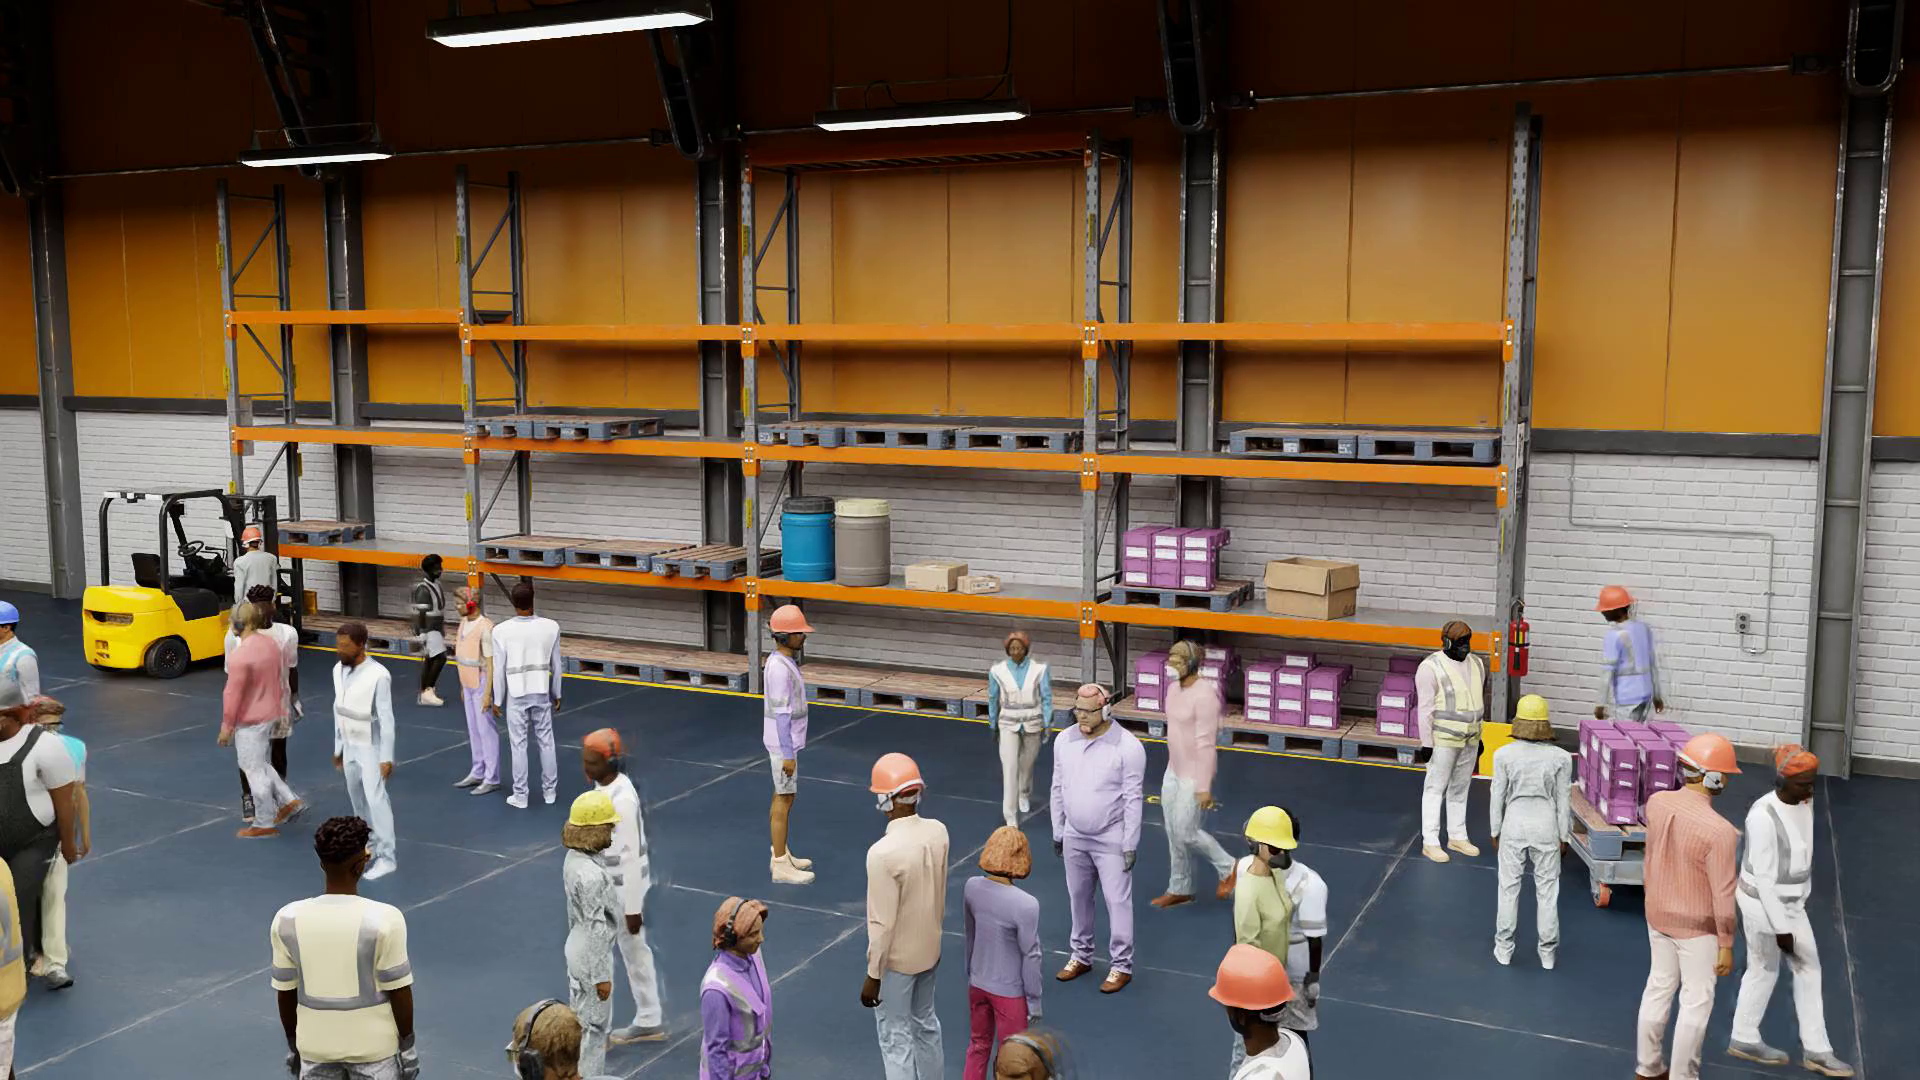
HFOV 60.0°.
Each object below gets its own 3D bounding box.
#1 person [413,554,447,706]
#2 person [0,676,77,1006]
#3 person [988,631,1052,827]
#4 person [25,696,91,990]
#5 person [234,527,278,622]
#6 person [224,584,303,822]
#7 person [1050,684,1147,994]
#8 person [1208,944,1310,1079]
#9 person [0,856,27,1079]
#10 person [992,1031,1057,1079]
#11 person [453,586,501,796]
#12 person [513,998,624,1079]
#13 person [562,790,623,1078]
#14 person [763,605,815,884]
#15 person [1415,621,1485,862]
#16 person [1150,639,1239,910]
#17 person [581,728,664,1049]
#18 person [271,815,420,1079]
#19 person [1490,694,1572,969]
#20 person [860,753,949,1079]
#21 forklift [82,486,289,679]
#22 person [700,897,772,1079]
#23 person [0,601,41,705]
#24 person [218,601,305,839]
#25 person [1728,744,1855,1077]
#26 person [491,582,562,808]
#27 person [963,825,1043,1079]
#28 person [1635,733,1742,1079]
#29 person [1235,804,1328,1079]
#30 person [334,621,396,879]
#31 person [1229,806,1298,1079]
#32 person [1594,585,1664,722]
[{"bbox_3d":[-5.676,0.976,17.960,0.443,1.669,0.552,0,7,0],"label":"person"},{"bbox_3d":[-5.736,1.753,10.073,0.692,2.000,1.003,1,7,9],"label":"person"},{"bbox_3d":[0.491,1.530,13.712,0.512,1.602,0.824,0,7,-3],"label":"person"},{"bbox_3d":[-5.693,1.855,10.270,0.608,1.781,0.949,-5,8,-33],"label":"person"},{"bbox_3d":[-8.396,0.717,19.812,0.326,1.751,0.559,4,8,32],"label":"person"},{"bbox_3d":[-5.780,1.335,13.824,0.600,1.967,0.369,-6,9,-40],"label":"person"},{"bbox_3d":[0.820,1.812,10.200,0.636,1.900,0.398,5,8,34],"label":"person"},{"bbox_3d":[1.016,2.334,5.711,0.376,1.934,0.546,3,7,23],"label":"person"},{"bbox_3d":[-4.456,2.093,7.564,0.365,1.966,0.608,-4,8,-27],"label":"person"},{"bbox_3d":[0.332,2.431,5.458,0.577,1.811,0.841,4,8,30],"label":"person"},{"bbox_3d":[-4.212,1.307,14.584,0.391,1.838,0.564,-5,9,-37],"label":"person"},{"bbox_3d":[-1.251,2.393,5.258,0.384,1.930,0.634,4,8,27],"label":"person"},{"bbox_3d":[-1.828,2.109,8.348,0.298,1.743,0.493,-3,8,-23],"label":"person"},{"bbox_3d":[-1.260,1.490,12.240,0.373,2.044,0.606,-1,7,-7],"label":"person"},{"bbox_3d":[3.782,1.528,12.746,0.633,1.842,0.429,-4,8,-28],"label":"person"},{"bbox_3d":[1.647,1.634,11.551,0.562,1.921,0.640,-2,7,-19],"label":"person"},{"bbox_3d":[-2.006,1.946,9.240,0.762,1.849,0.641,-2,7,-14],"label":"person"},{"bbox_3d":[-2.614,2.145,7.131,0.600,1.967,0.368,1,7,5],"label":"person"},{"bbox_3d":[3.621,1.843,10.581,0.485,1.738,0.320,2,7,16],"label":"person"},{"bbox_3d":[-0.284,2.018,8.096,0.388,1.986,0.623,4,8,31],"label":"person"},{"bbox_3d":[-9.426,0.454,20.179,1.214,2.155,2.313,3,8,26],"label":"forklift"},{"bbox_3d":[-0.959,2.315,7.115,0.313,1.631,0.523,1,7,12],"label":"person"},{"bbox_3d":[-7.447,1.437,13.056,0.603,1.949,0.397,5,8,34],"label":"person"},{"bbox_3d":[-5.597,1.436,13.198,0.445,1.922,0.624,0,7,0],"label":"person"},{"bbox_3d":[4.473,1.989,8.902,0.669,1.849,0.731,-6,9,-38],"label":"person"},{"bbox_3d":[-3.678,1.319,14.166,0.591,1.916,0.379,-4,8,-30],"label":"person"},{"bbox_3d":[0.205,2.197,8.120,0.289,1.626,0.498,-6,9,-43],"label":"person"},{"bbox_3d":[3.770,1.965,8.576,0.410,1.981,0.628,-2,7,-16],"label":"person"},{"bbox_3d":[1.586,2.141,8.295,0.317,1.693,0.539,-7,10,-44],"label":"person"},{"bbox_3d":[-4.451,1.532,12.434,0.597,1.916,0.399,5,8,35],"label":"person"},{"bbox_3d":[1.462,2.140,8.007,0.311,1.765,0.534,3,8,24],"label":"person"},{"bbox_3d":[5.682,1.329,14.180,0.567,1.889,0.575,-5,9,-38],"label":"person"}]
